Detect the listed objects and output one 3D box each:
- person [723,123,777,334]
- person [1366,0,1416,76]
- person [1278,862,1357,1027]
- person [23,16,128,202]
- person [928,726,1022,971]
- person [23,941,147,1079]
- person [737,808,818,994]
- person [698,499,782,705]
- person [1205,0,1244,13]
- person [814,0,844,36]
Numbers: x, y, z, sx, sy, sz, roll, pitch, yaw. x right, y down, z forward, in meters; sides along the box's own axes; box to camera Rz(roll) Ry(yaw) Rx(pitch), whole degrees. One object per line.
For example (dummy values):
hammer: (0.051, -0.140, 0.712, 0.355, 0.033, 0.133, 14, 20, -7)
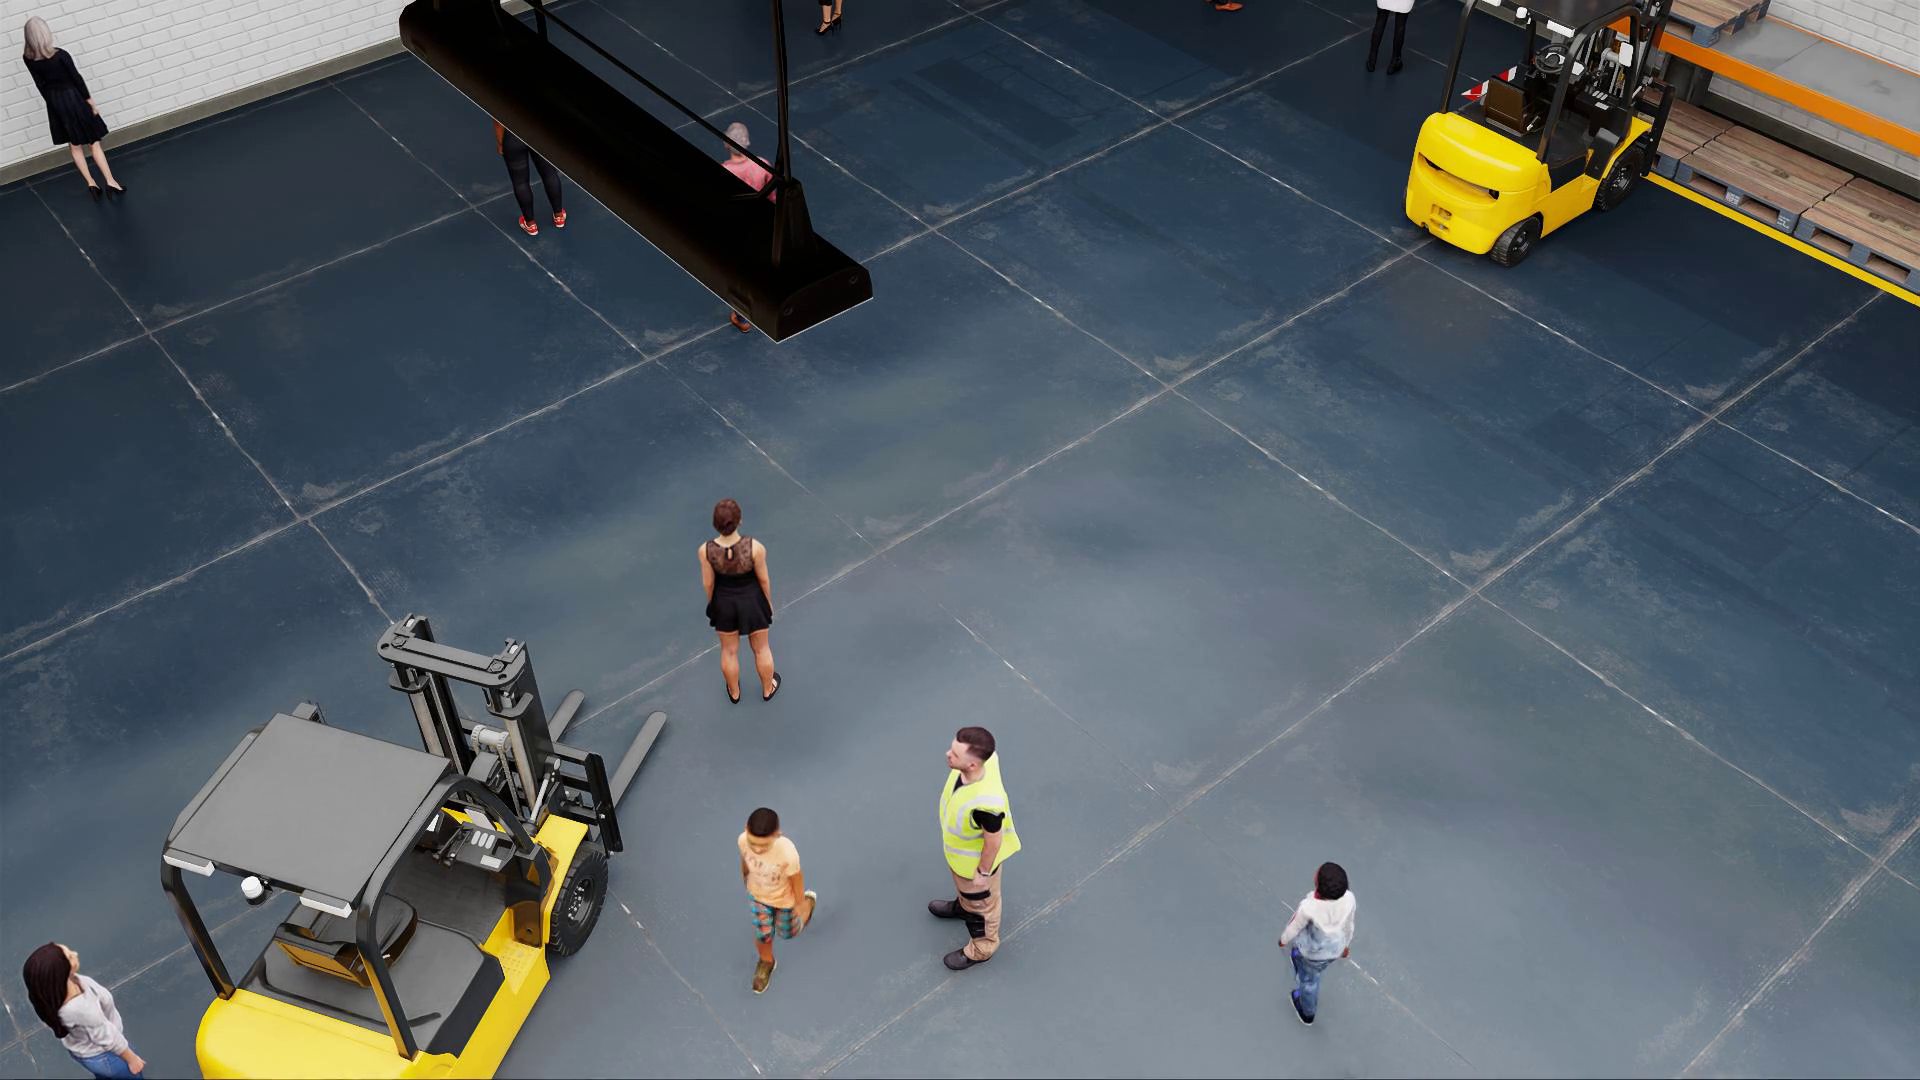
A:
person: (-1.710, -2.501, 13.352, 0.738, 1.831, 0.651, -18, 46, -18)
person: (4.342, -5.507, 16.524, 0.627, 1.808, 0.749, 16, 46, 16)
person: (1.931, 2.186, 8.855, 0.643, 1.248, 0.755, -11, 45, -12)
person: (-7.919, -3.839, 14.818, 0.699, 1.747, 0.742, -1, 44, -1)
person: (0.068, 1.632, 9.003, 0.901, 1.846, 0.821, -7, 44, -7)
person: (-4.266, 2.511, 8.236, 0.575, 1.631, 0.732, 21, 47, 21)
person: (-0.981, 1.869, 9.046, 0.859, 1.443, 0.837, 18, 47, 18)
person: (-1.393, 0.393, 10.428, 0.682, 1.675, 0.726, -2, 44, -2)
person: (2.829, -6.514, 17.593, 0.770, 1.792, 0.625, -15, 46, -15)
person: (-1.400, -6.104, 17.114, 0.622, 1.859, 0.664, 24, 49, 23)
